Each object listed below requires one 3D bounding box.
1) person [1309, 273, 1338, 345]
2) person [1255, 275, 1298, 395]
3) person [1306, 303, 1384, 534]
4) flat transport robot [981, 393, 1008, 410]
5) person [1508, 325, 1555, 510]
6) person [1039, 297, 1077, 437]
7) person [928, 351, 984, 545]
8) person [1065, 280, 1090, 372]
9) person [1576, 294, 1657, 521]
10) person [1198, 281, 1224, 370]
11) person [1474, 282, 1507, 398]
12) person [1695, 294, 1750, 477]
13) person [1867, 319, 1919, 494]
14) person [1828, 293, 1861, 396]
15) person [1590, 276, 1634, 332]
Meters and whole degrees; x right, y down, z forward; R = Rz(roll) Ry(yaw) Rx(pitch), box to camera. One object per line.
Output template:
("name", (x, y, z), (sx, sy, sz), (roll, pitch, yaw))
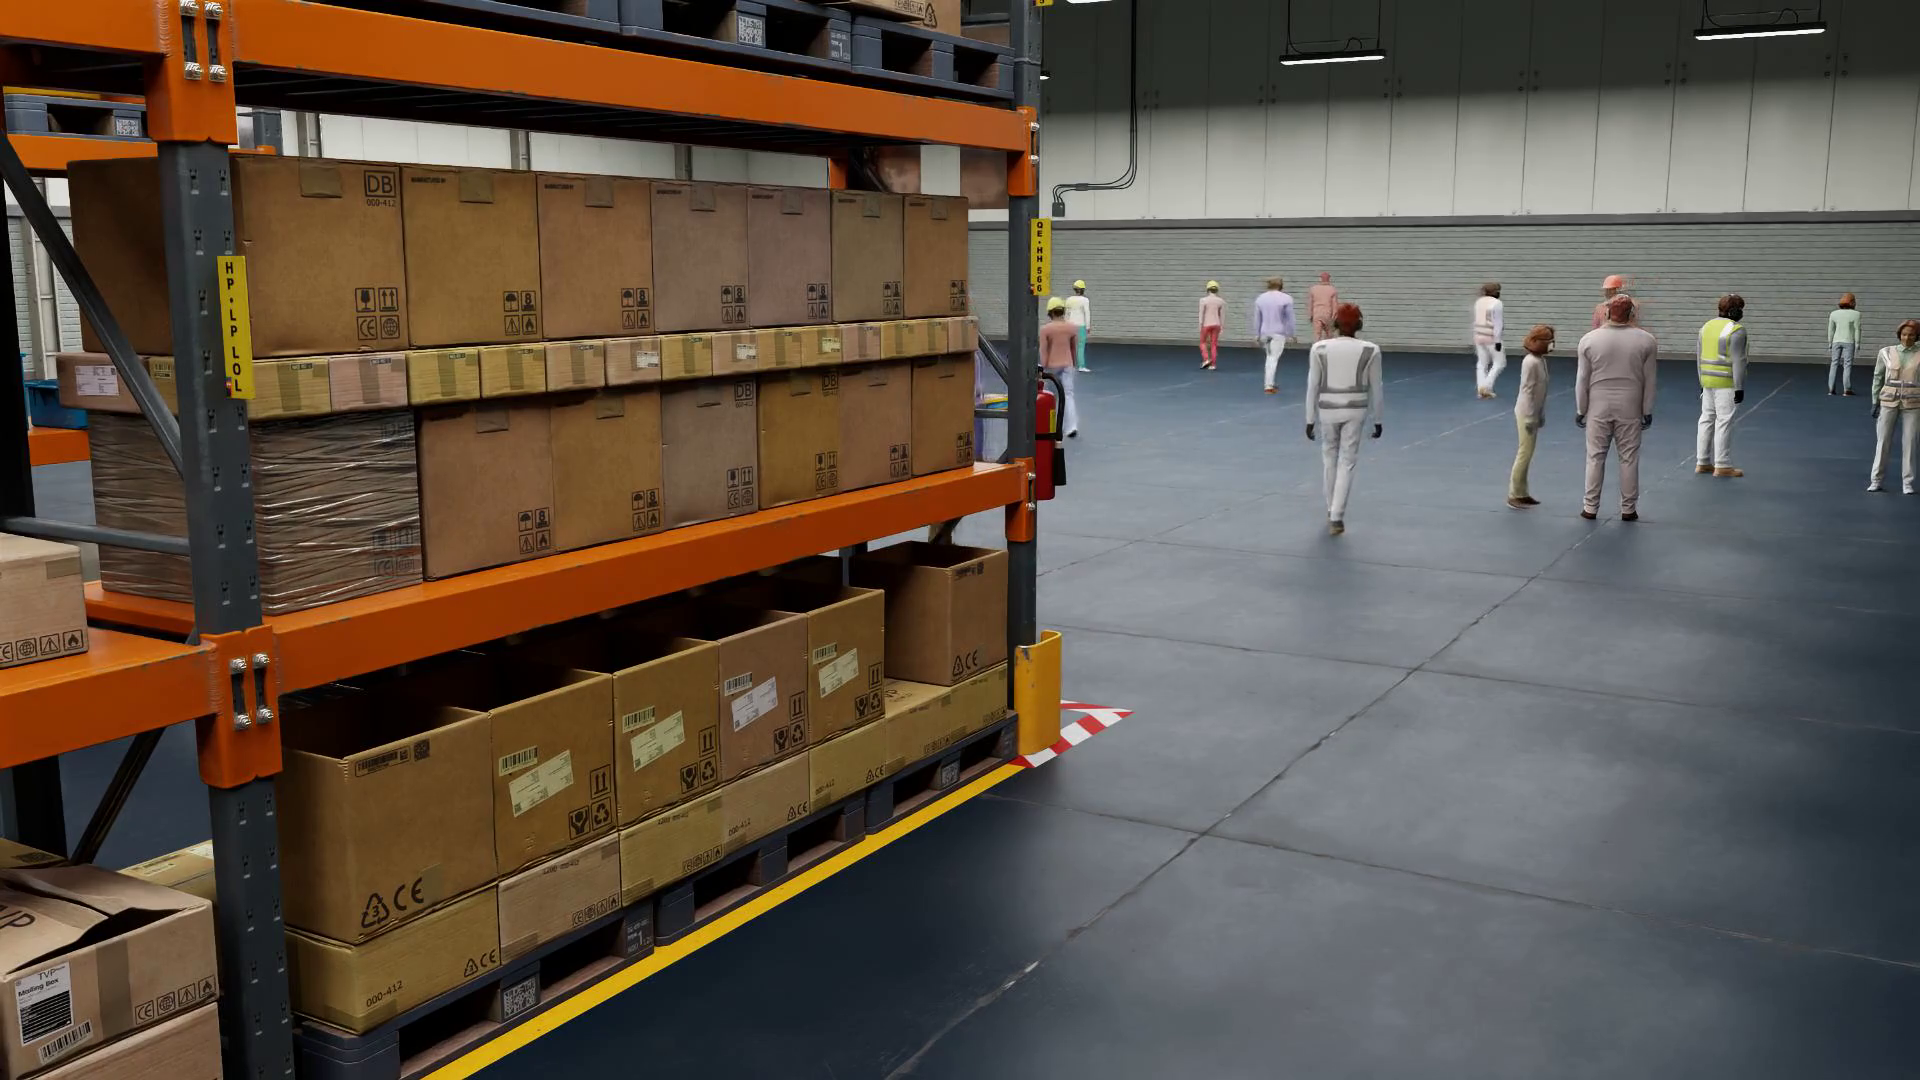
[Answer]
("person", (7.903, -4.855, 36.127), (0.652, 1.853, 1.004), (4, 11, 23))
("person", (5.142, -3.307, 26.903), (0.655, 1.908, 0.858), (9, 13, 41))
("person", (3.161, -1.007, 13.617), (0.595, 1.833, 0.967), (4, 10, 20))
("flat transport robot", (0.312, -1.948, 23.717), (0.652, 0.197, 1.431), (6, 11, 31))
("person", (5.066, -1.087, 14.726), (0.288, 1.627, 0.533), (5, 11, 28))
("person", (1.233, -2.140, 20.591), (0.527, 1.725, 0.882), (-2, 10, -14))
("person", (-0.223, -0.589, 10.684), (0.633, 2.004, 0.922), (6, 11, 32))
("person", (2.279, -4.113, 32.032), (0.532, 1.765, 0.328), (7, 12, 35))
("person", (5.526, -1.112, 14.046), (0.640, 1.909, 0.409), (3, 10, 19))
("person", (4.890, -4.192, 32.538), (0.548, 1.746, 0.426), (-3, 10, -16))
("person", (8.288, -3.116, 26.004), (0.452, 1.828, 0.656), (-3, 10, -18))
("person", (7.760, -1.567, 16.898), (0.429, 1.841, 0.634), (-2, 10, -12))
("person", (8.852, -1.251, 15.646), (0.511, 1.638, 0.307), (6, 12, 33))
("person", (14.166, -3.128, 26.645), (0.281, 1.633, 0.499), (-7, 12, -37))
("person", (8.984, -2.689, 23.158), (1.025, 1.938, 0.643), (-5, 11, -25))
